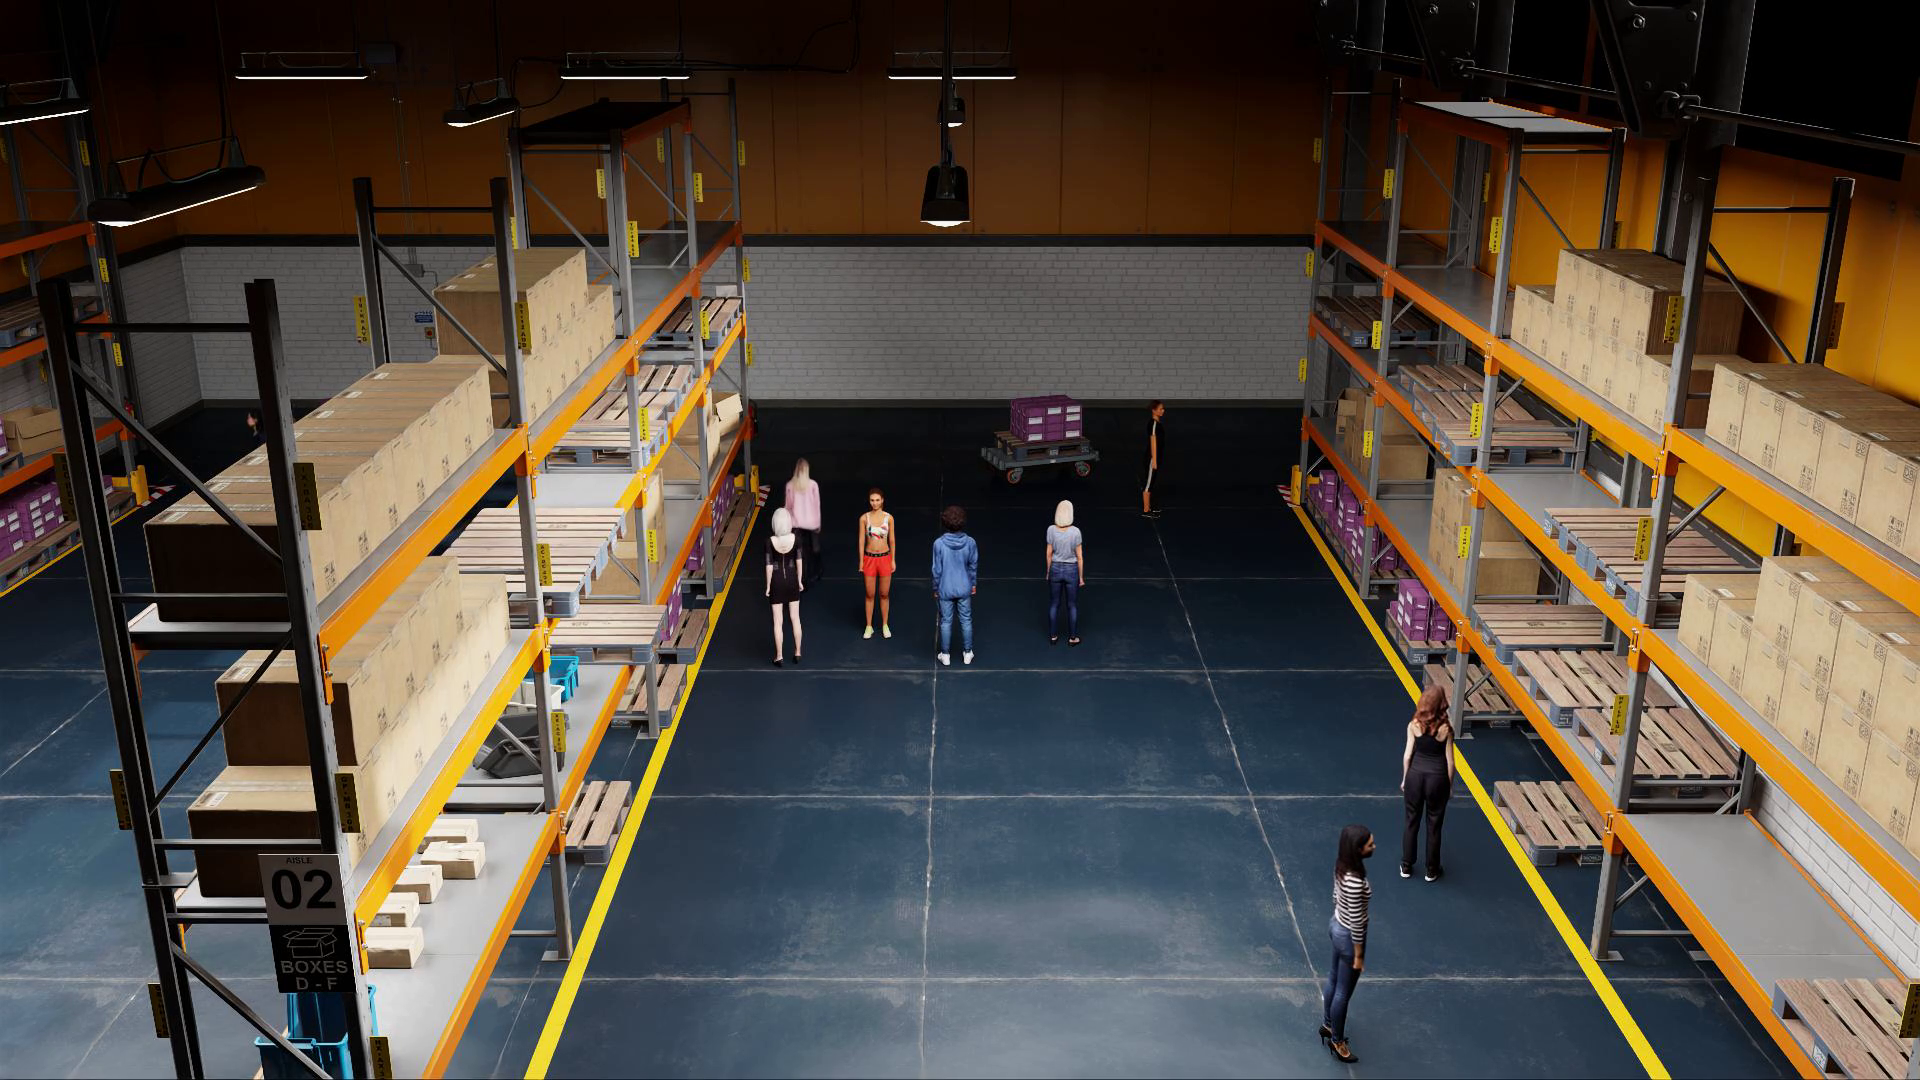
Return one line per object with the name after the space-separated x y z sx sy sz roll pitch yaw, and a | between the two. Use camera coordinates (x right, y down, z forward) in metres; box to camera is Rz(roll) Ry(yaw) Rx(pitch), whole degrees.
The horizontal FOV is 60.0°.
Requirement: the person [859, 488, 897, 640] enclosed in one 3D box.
-0.950 0.257 19.146 0.604 1.790 0.563 -2 19 -5 | person

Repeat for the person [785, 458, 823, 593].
-1.949 -0.166 20.590 0.659 1.670 0.762 2 19 6 | person

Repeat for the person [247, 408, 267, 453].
-9.503 -0.961 22.887 0.997 1.712 1.013 -12 22 -32 | person

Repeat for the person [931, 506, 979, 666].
-0.063 0.500 18.397 0.702 1.809 0.592 -2 19 -7 | person

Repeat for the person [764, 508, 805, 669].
-1.938 0.512 18.329 0.653 1.830 0.629 -8 20 -22 | person

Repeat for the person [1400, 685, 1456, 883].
3.914 2.029 13.954 0.656 1.747 0.646 8 20 22 | person

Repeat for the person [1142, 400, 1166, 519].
2.737 -1.175 23.590 0.679 1.668 0.503 4 19 11 | person

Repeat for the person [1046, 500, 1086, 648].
1.185 0.373 18.909 0.646 1.722 0.609 6 20 17 | person

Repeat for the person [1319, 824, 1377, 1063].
2.701 2.793 11.606 0.646 1.796 0.411 0 19 -1 | person
